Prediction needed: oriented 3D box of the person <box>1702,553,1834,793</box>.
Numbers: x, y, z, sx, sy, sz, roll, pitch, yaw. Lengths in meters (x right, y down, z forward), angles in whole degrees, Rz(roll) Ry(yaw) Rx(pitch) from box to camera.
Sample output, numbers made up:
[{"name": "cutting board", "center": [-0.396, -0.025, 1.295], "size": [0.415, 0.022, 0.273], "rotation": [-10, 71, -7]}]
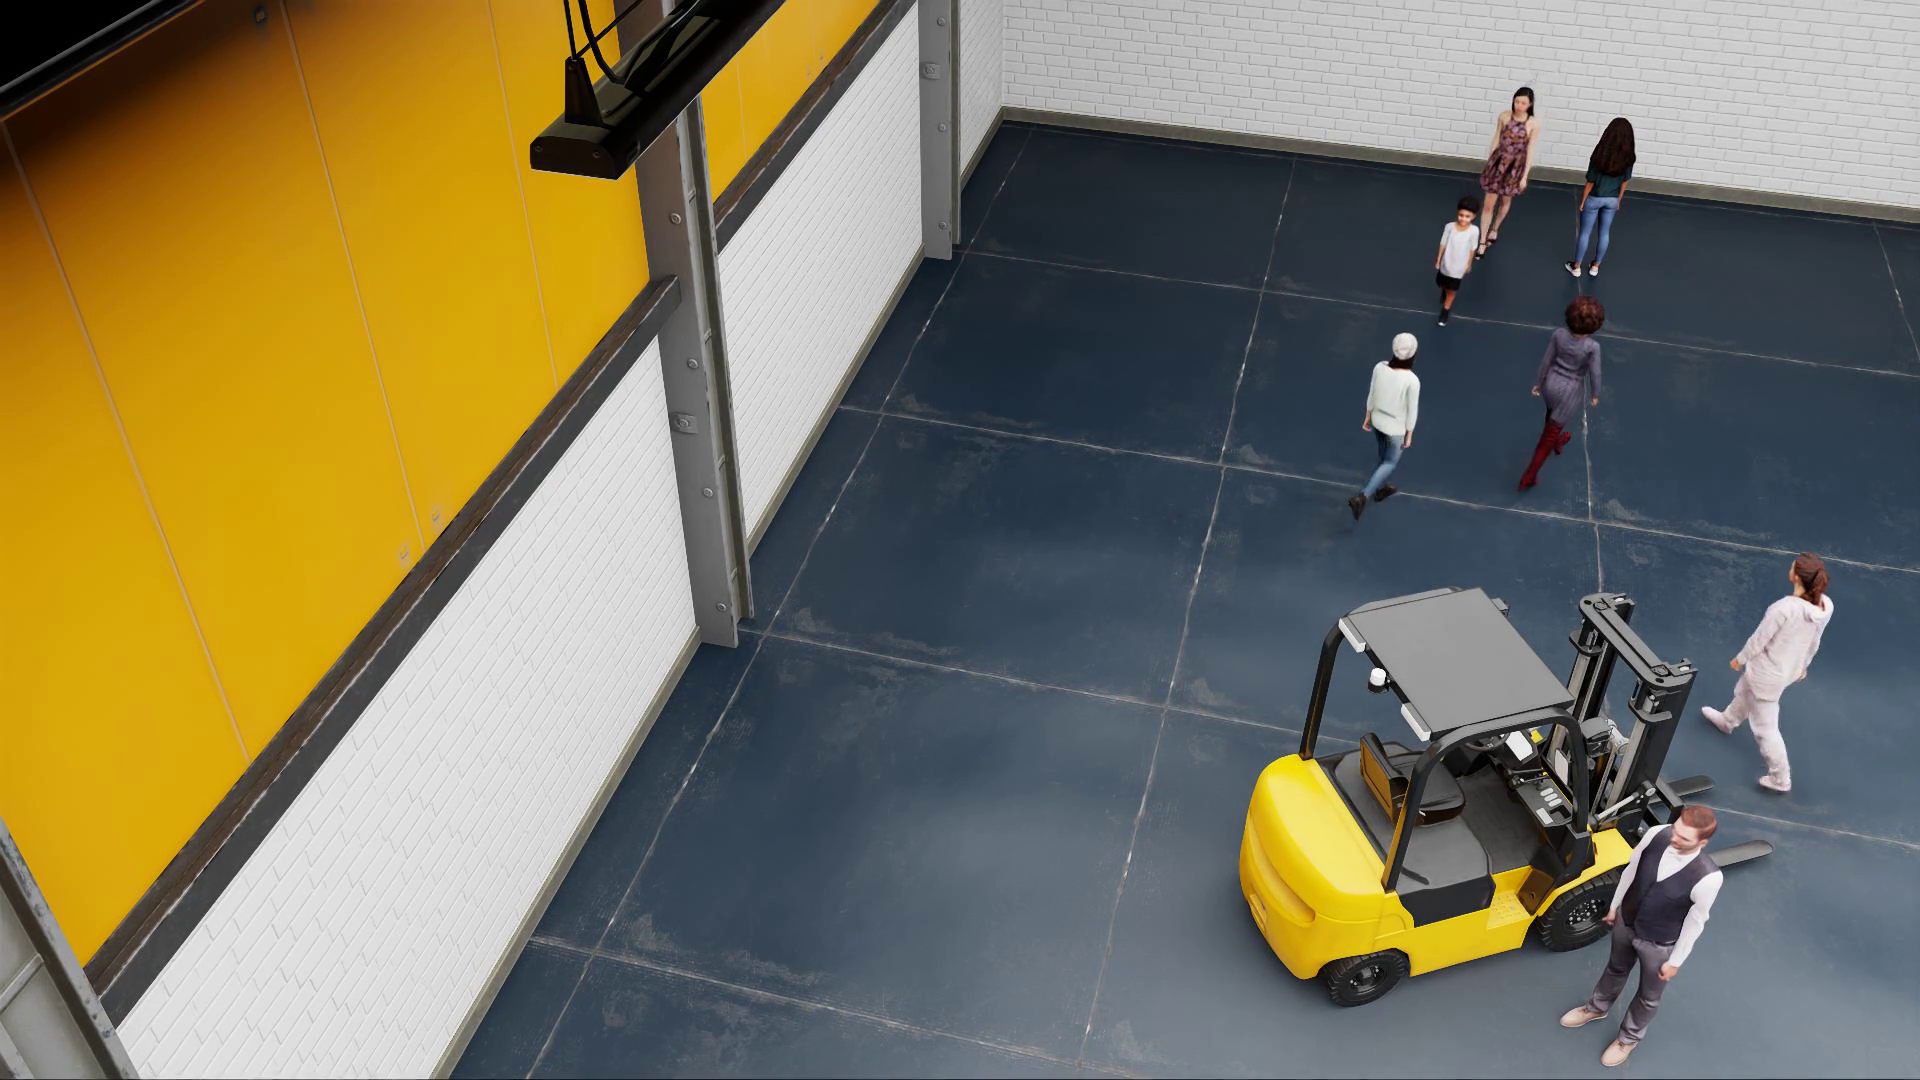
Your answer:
[{"name": "person", "center": [5.343, 0.889, 10.784], "size": [1.064, 1.651, 1.171], "rotation": [-16, 41, -19]}]

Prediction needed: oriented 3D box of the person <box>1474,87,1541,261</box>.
[{"name": "person", "center": [5.426, -3.659, 16.403], "size": [0.726, 1.747, 0.919], "rotation": [17, 42, 20]}]

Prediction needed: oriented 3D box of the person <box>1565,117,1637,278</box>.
[{"name": "person", "center": [6.202, -3.306, 16.065], "size": [0.654, 1.617, 0.663], "rotation": [1, 39, 1]}]

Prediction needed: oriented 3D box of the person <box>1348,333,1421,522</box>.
[{"name": "person", "center": [3.321, -0.873, 13.009], "size": [1.058, 1.629, 0.891], "rotation": [-31, 48, -33]}]

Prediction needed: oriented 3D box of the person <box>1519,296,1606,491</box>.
[{"name": "person", "center": [4.763, -1.124, 13.285], "size": [1.148, 1.676, 0.958], "rotation": [-32, 48, -34]}]

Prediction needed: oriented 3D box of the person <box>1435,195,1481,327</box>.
[{"name": "person", "center": [4.637, -2.651, 15.540], "size": [0.573, 1.248, 0.776], "rotation": [16, 41, 19]}]

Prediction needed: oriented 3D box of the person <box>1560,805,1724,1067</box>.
[{"name": "person", "center": [3.762, 2.102, 9.032], "size": [0.800, 1.944, 0.731], "rotation": [-18, 42, -21]}]
